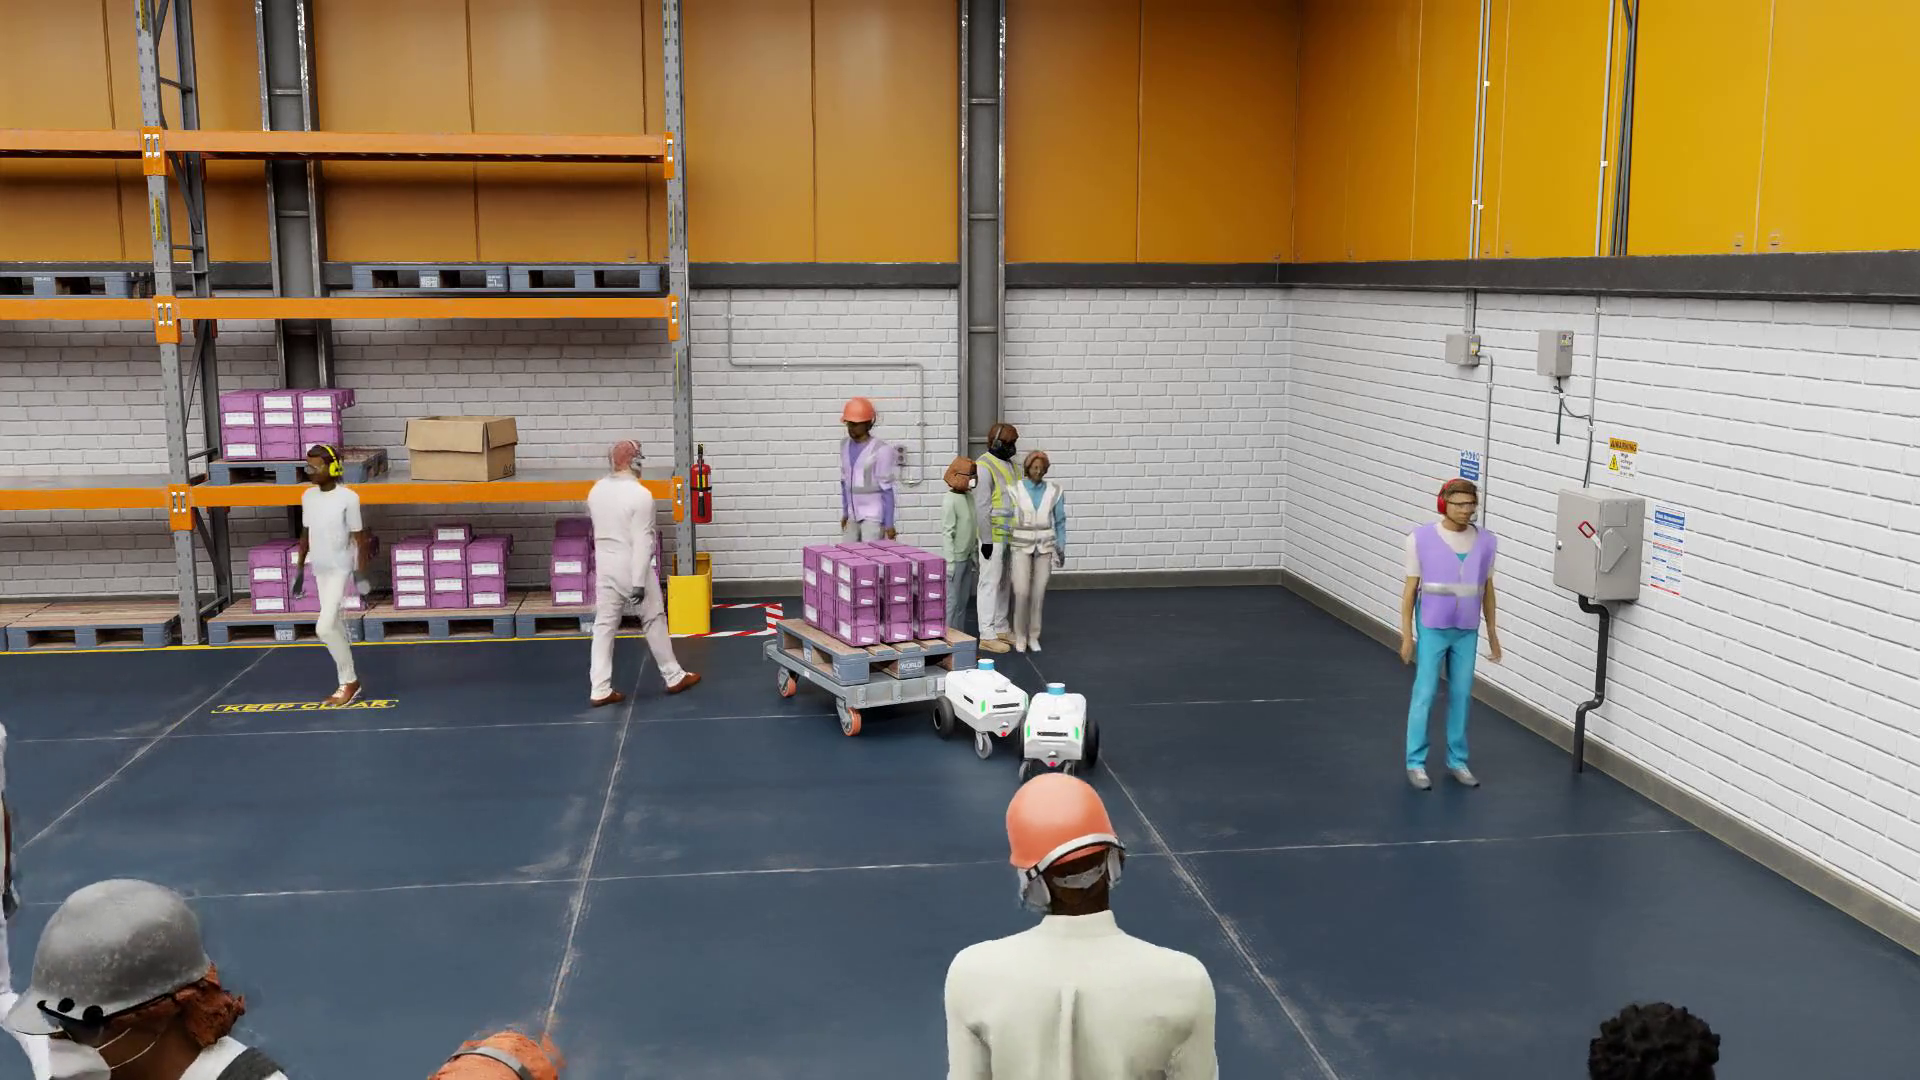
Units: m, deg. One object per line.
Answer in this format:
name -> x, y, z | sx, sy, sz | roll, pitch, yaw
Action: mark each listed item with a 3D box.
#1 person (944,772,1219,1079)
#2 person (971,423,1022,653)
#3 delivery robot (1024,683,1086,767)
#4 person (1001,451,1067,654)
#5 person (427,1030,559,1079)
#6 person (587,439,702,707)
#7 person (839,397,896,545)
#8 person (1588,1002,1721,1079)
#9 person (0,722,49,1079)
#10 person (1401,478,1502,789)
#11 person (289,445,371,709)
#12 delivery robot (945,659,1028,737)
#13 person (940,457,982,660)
person -> 0.252, 1.498, 3.562 | 0.619, 1.953, 0.843 | 2, 9, 12
person -> 0.330, -0.027, 13.425 | 0.429, 1.840, 0.624 | 4, 10, 25
delivery robot -> 0.580, 1.107, 10.043 | 0.477, 0.478, 0.707 | 1, 9, 7
person -> 0.591, 0.102, 13.231 | 0.526, 1.621, 0.476 | -2, 9, -11
person -> -0.699, 1.666, 2.753 | 0.584, 1.868, 0.727 | 5, 10, 27
person -> -2.293, 0.218, 11.813 | 0.649, 1.864, 0.947 | 6, 11, 34
person -> -0.771, -0.221, 14.096 | 0.658, 2.013, 0.643 | -8, 12, -42
person -> 1.338, 1.688, 3.198 | 0.693, 1.669, 0.549 | 1, 9, 8
person -> -3.327, 1.228, 5.588 | 0.715, 1.841, 0.522 | 5, 10, 27
person -> 2.894, 0.540, 9.864 | 0.592, 1.842, 0.397 | -2, 9, -10
person -> -4.430, 0.256, 11.618 | 0.518, 1.853, 0.511 | 6, 11, 32
delivery robot -> 0.167, 1.008, 10.661 | 0.477, 0.478, 0.707 | -3, 10, -20
person -> -0.002, 0.166, 12.876 | 0.271, 1.627, 0.503 | 4, 10, 21
